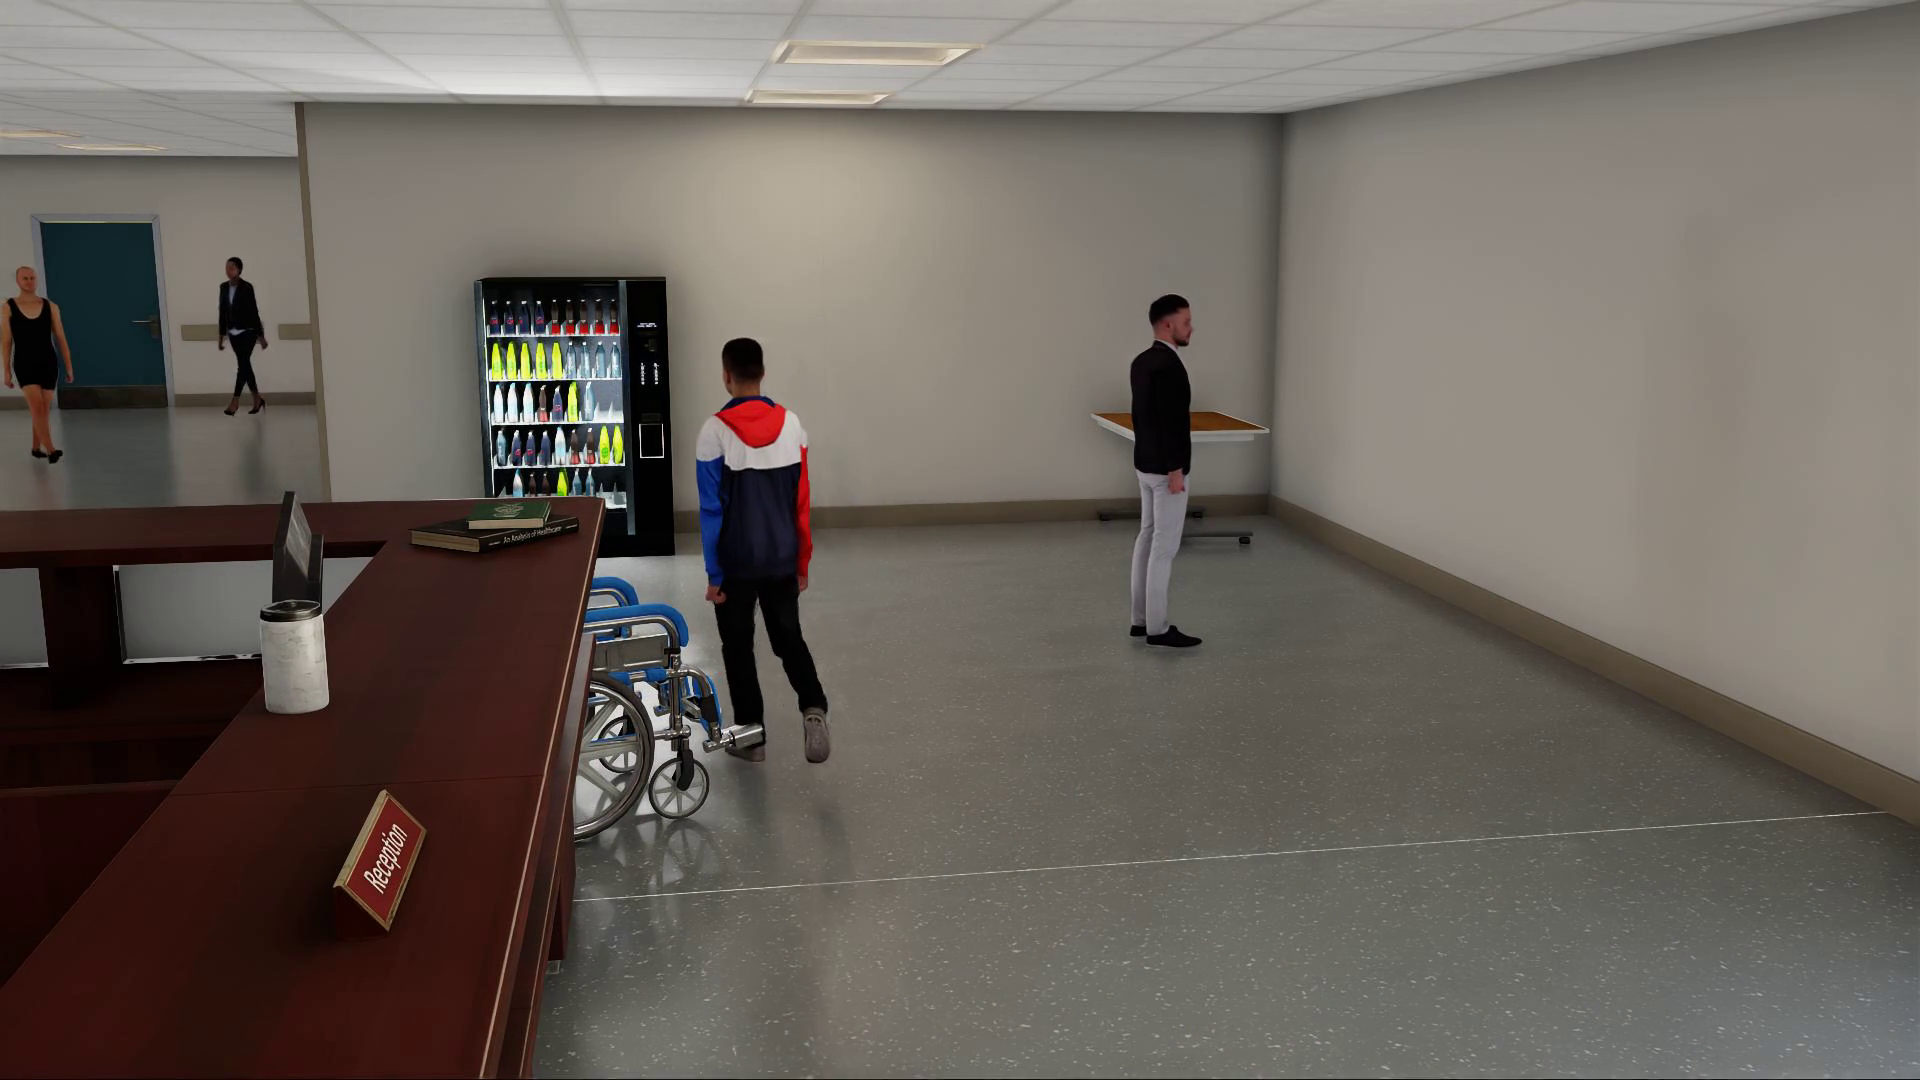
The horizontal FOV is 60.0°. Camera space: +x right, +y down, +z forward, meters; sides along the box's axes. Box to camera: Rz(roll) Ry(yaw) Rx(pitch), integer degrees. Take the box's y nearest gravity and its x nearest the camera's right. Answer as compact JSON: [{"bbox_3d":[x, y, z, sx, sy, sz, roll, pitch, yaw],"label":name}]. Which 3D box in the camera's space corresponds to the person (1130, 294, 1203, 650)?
[{"bbox_3d":[1.045,-0.368,8.738,0.542,1.837,0.654,-2,11,-11],"label":"person"}]

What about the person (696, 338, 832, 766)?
[{"bbox_3d":[-0.776,0.095,6.562,0.984,1.739,0.910,-6,12,-30],"label":"person"}]

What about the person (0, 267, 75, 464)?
[{"bbox_3d":[-8.499,-1.570,15.272,1.141,1.763,1.171,10,15,43],"label":"person"}]

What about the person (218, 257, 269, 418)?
[{"bbox_3d":[-8.085,-2.270,18.899,1.171,1.785,1.061,3,11,18],"label":"person"}]
